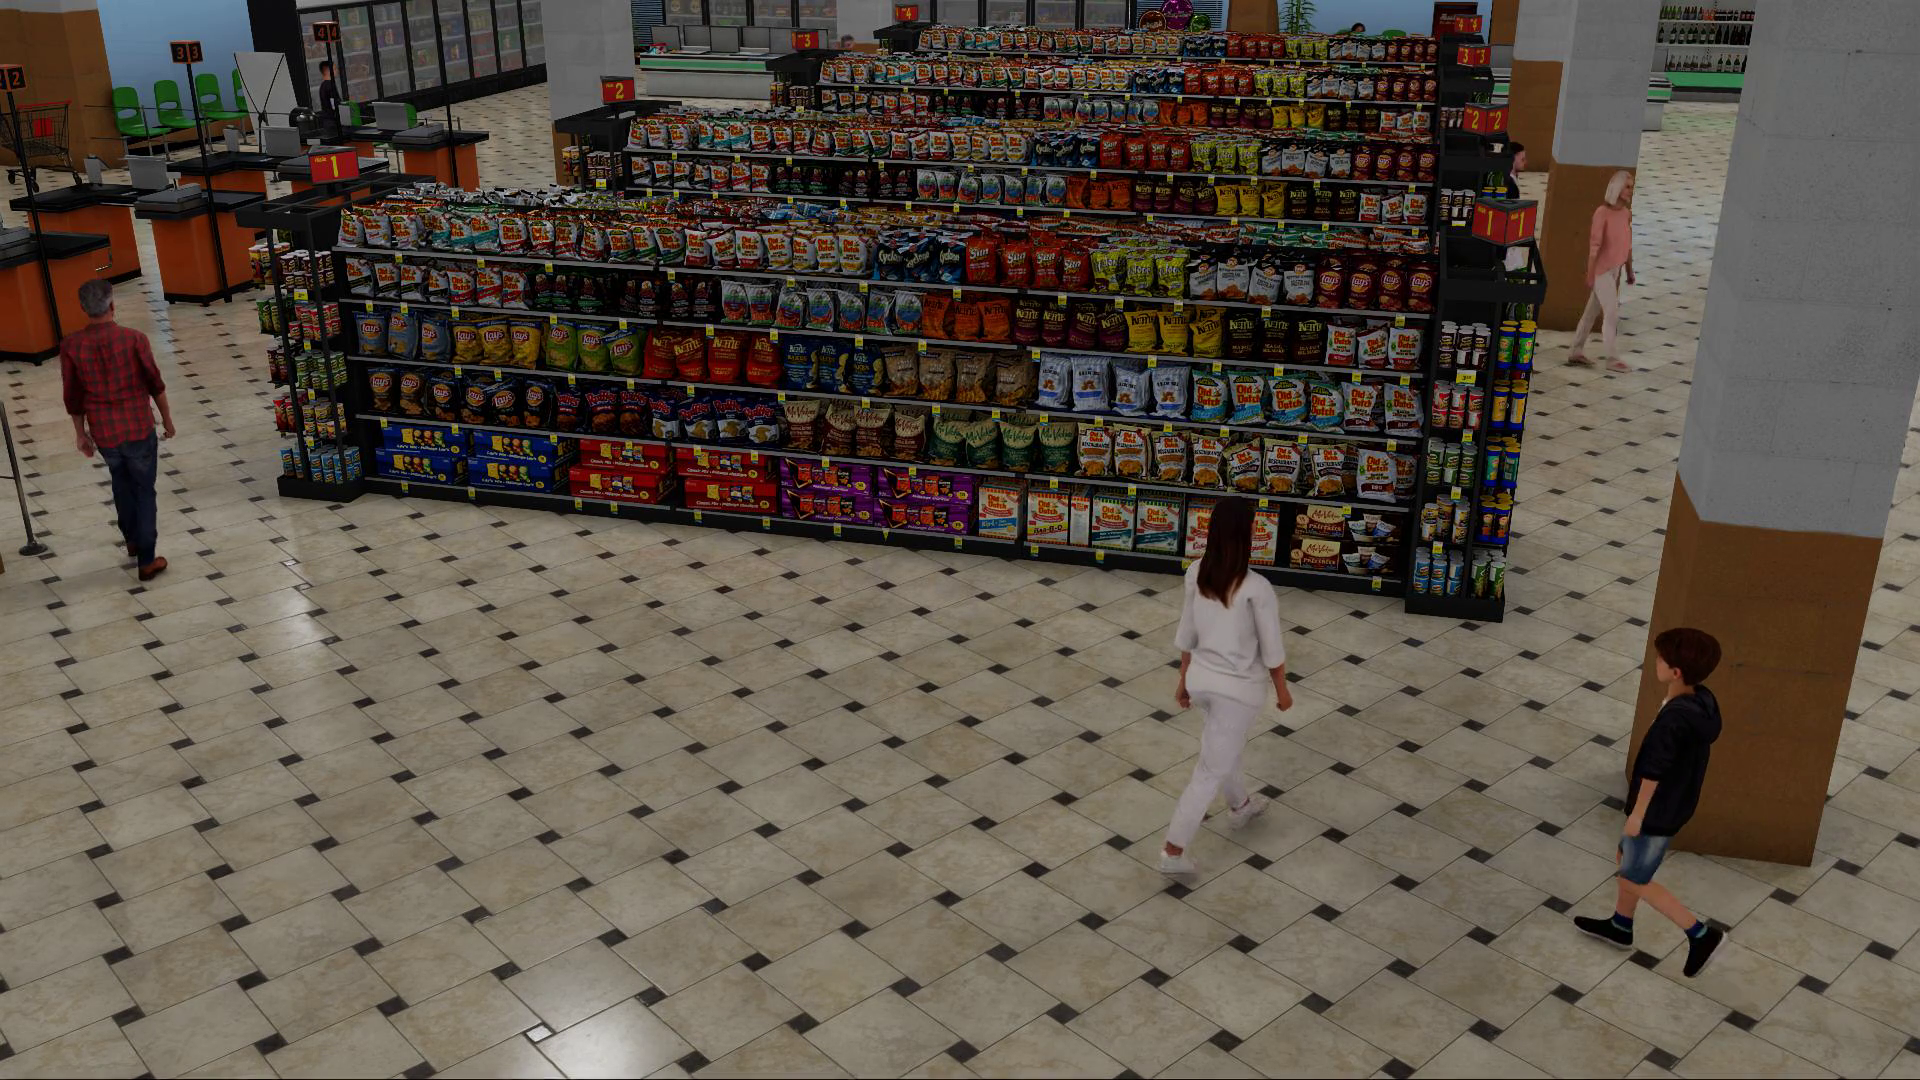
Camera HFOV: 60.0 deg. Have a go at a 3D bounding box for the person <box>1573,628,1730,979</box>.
[{"bbox_3d":[2.737,1.031,6.383,0.883,1.432,0.702,15,26,33],"label":"person"}]

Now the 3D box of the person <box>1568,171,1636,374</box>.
[{"bbox_3d":[5.507,-2.334,14.391,0.895,1.705,1.002,-18,28,-37],"label":"person"}]

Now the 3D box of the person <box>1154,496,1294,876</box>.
[{"bbox_3d":[1.081,0.658,7.017,1.054,1.651,1.104,-18,28,-38],"label":"person"}]

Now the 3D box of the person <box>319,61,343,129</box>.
[{"bbox_3d":[-8.286,-5.449,22.064,0.775,1.764,0.713,-12,25,-28],"label":"person"}]

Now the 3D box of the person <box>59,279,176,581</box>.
[{"bbox_3d":[-5.068,-0.633,10.017,0.889,1.809,0.907,-2,22,-4],"label":"person"}]
